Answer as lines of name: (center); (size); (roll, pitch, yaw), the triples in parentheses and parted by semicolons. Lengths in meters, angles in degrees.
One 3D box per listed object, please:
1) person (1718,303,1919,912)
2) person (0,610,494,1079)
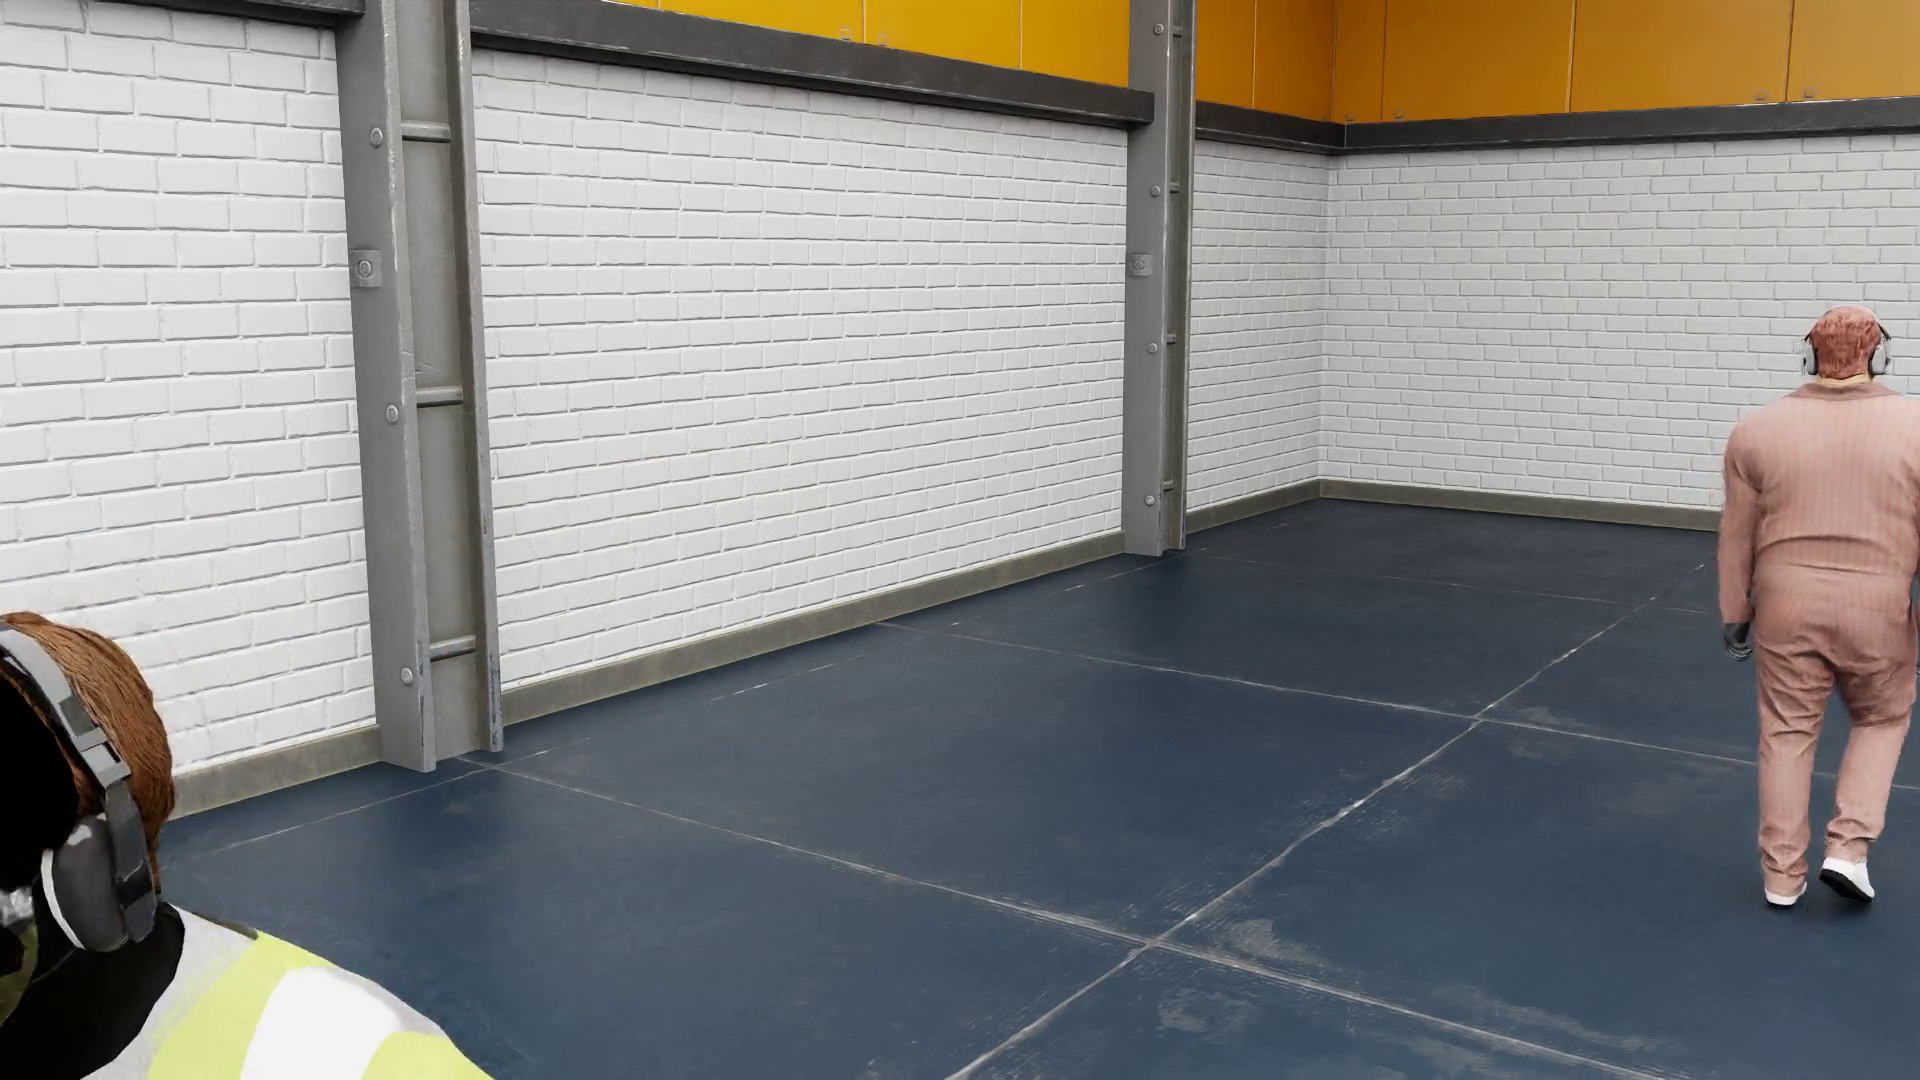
person: (2.702, 0.224, 5.149); (0.677, 1.890, 0.439); (6, 11, 34)
person: (-0.647, 0.950, 1.103); (0.639, 1.796, 0.941); (3, 10, 15)
